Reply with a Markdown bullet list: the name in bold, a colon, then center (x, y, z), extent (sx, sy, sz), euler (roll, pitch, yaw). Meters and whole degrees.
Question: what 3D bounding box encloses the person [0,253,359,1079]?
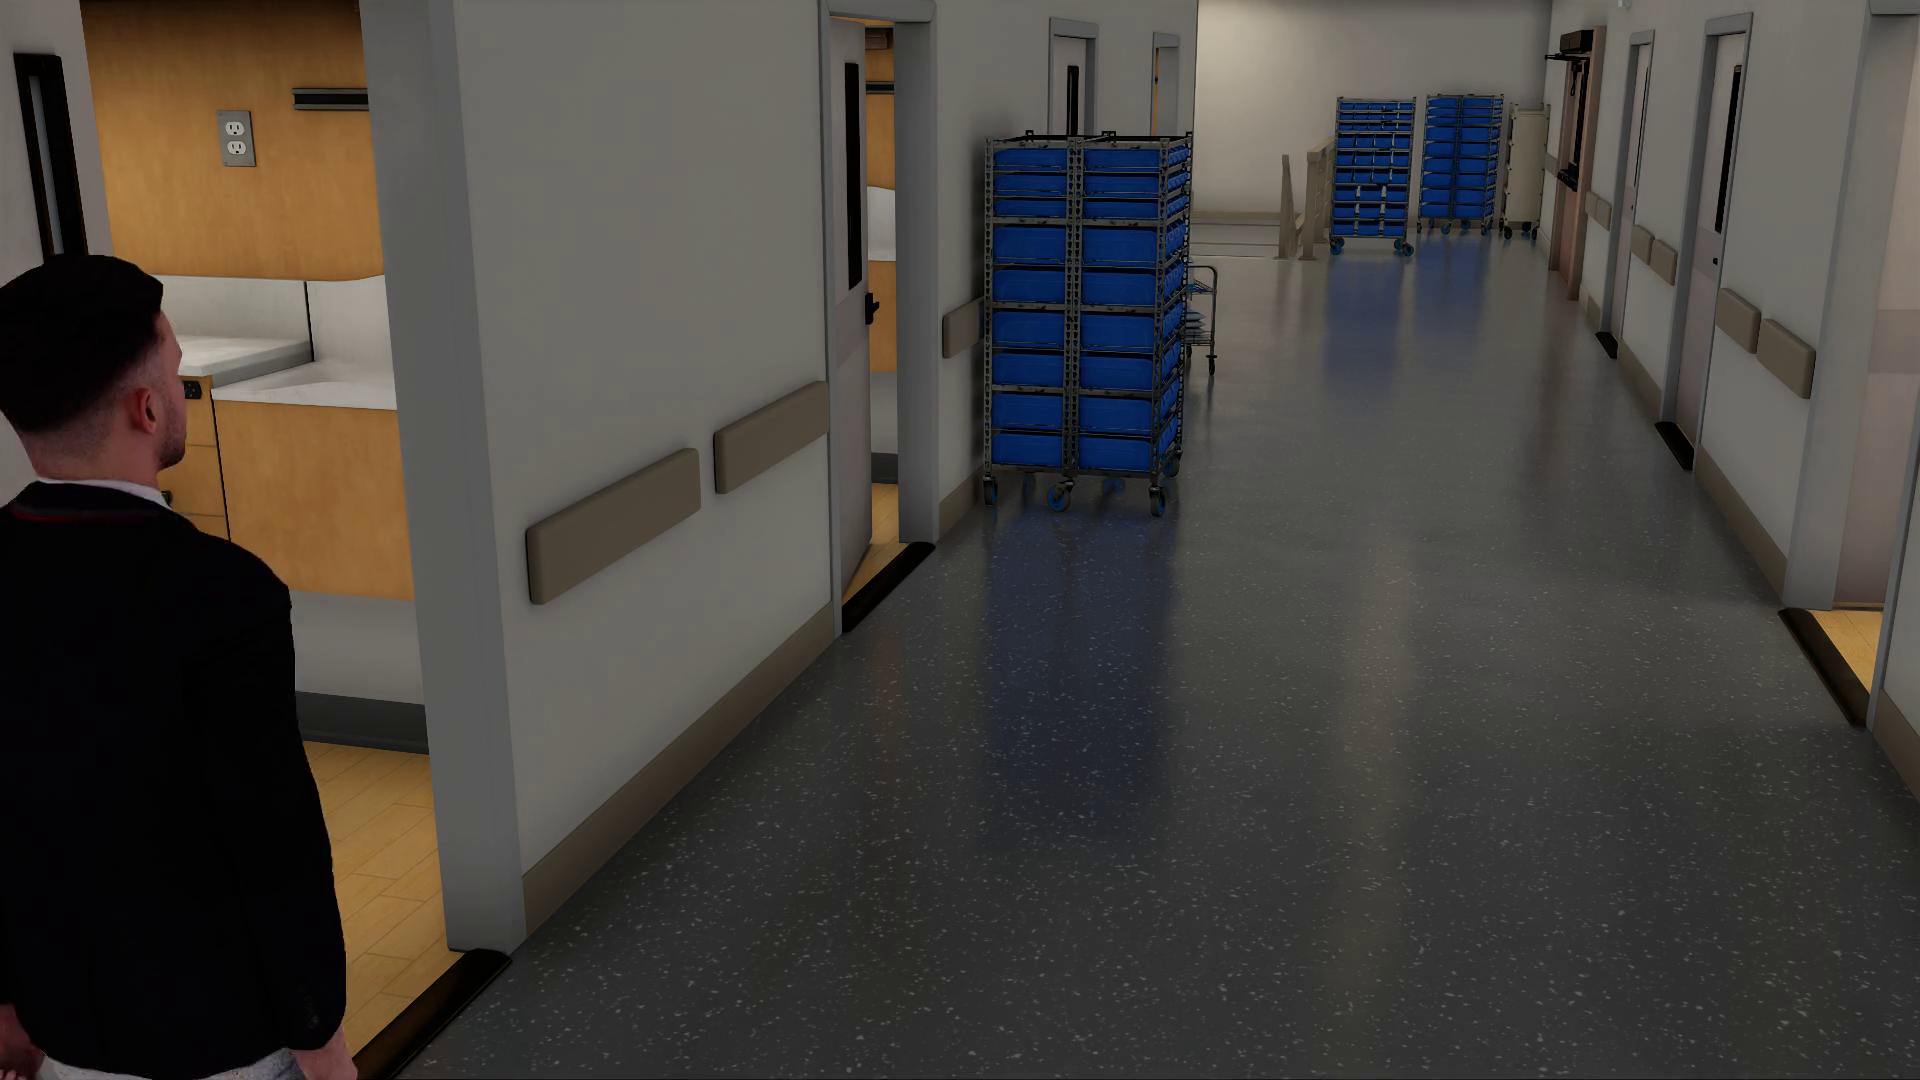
- **person**: center (-0.983, 0.605, 1.958), extent (0.651, 1.823, 0.951), euler (4, 16, 15)
